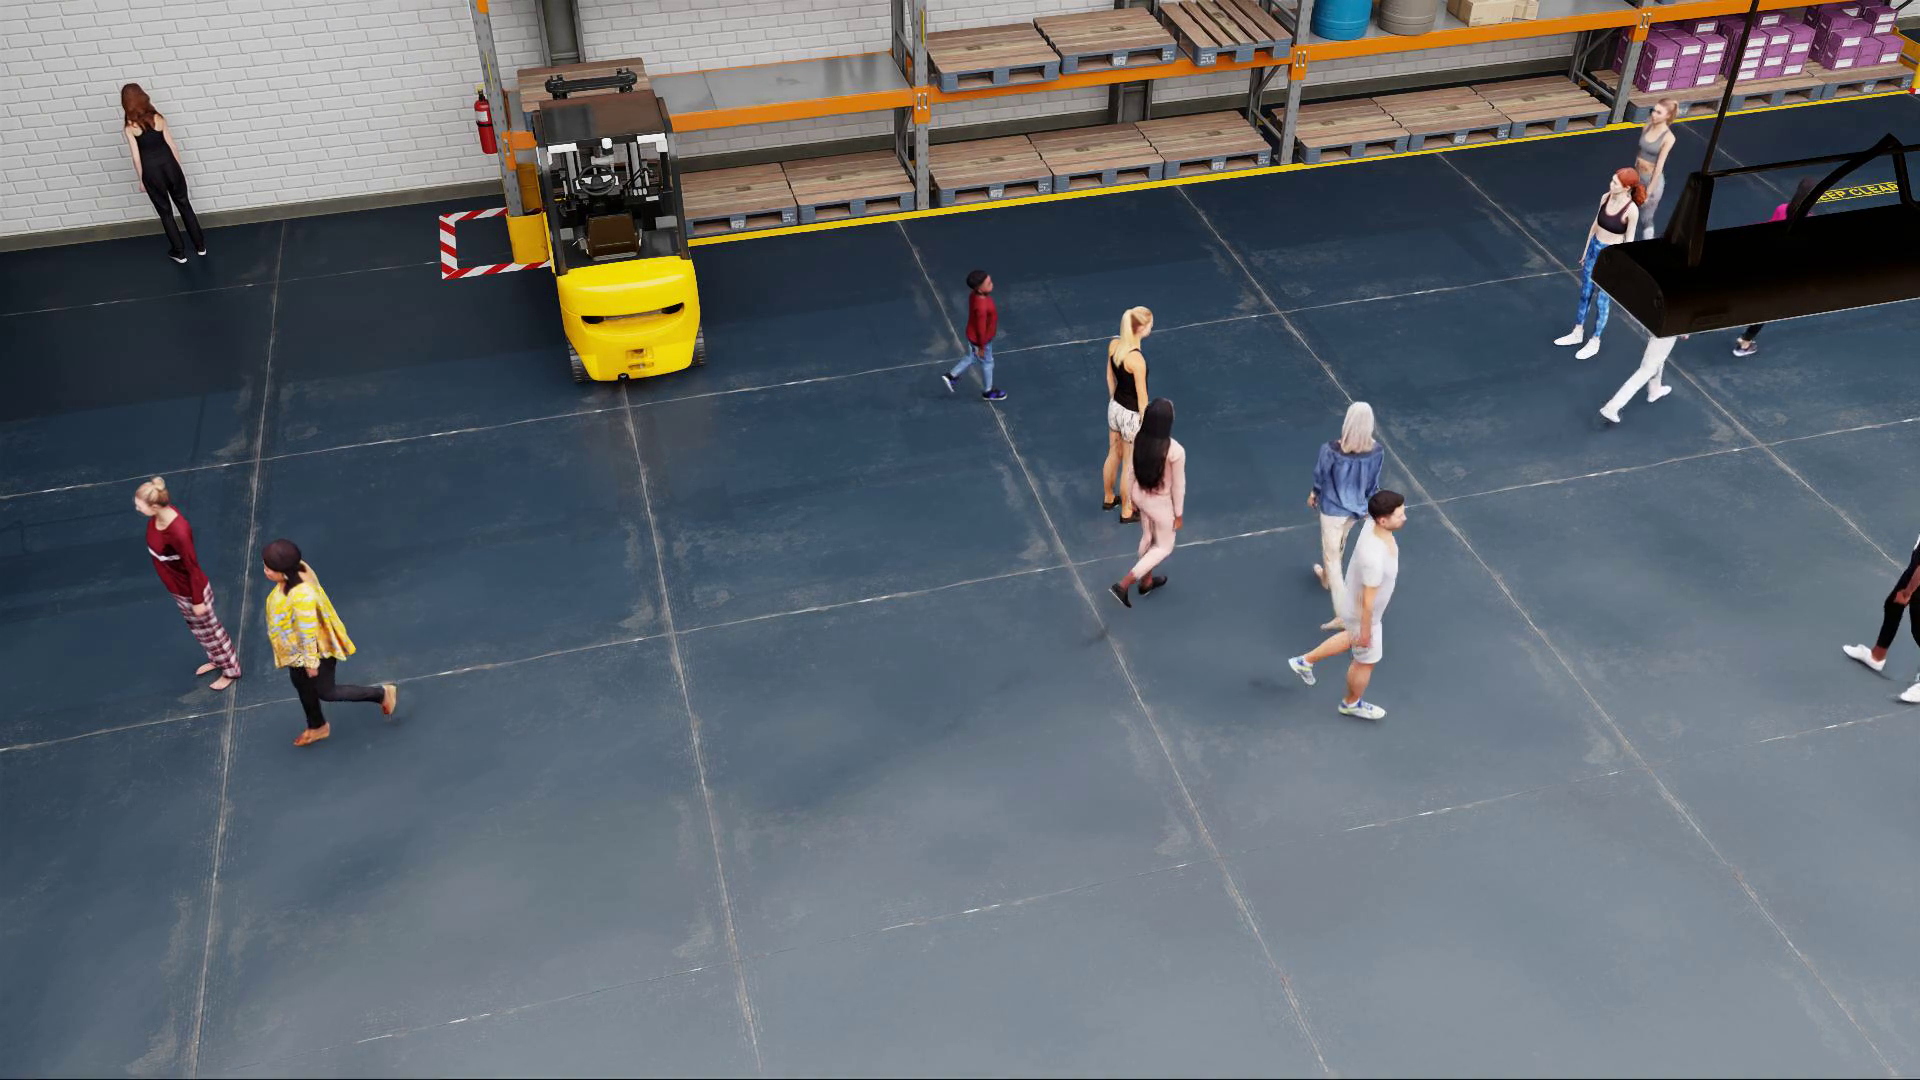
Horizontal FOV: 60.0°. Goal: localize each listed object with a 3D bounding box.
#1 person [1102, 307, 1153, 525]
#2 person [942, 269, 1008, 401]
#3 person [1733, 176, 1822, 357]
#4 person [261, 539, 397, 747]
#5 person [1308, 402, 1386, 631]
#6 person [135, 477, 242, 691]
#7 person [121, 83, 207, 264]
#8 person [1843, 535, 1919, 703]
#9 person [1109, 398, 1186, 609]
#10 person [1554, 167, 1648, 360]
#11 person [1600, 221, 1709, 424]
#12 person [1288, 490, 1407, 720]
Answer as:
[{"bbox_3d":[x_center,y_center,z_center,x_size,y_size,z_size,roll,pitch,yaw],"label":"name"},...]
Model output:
[{"bbox_3d":[1.253,-0.950,12.466,0.620,1.851,0.667,-20,43,-23],"label":"person"},{"bbox_3d":[0.111,-1.704,13.899,0.753,1.241,0.506,-8,39,-10],"label":"person"},{"bbox_3d":[6.987,-2.317,14.318,0.692,1.687,0.687,-20,43,-23],"label":"person"},{"bbox_3d":[-4.065,0.660,10.623,1.050,1.635,0.905,-24,44,-27],"label":"person"},{"bbox_3d":[2.694,-0.147,11.619,1.012,1.662,0.699,-12,40,-15],"label":"person"},{"bbox_3d":[-5.134,0.276,11.047,0.670,1.705,0.684,-31,48,-33],"label":"person"},{"bbox_3d":[-7.548,-3.466,15.703,0.594,1.742,0.718,-30,47,-32],"label":"person"},{"bbox_3d":[6.457,0.308,11.008,0.977,1.704,0.936,21,43,24],"label":"person"},{"bbox_3d":[1.306,-0.204,11.649,0.998,1.705,0.845,-27,46,-30],"label":"person"},{"bbox_3d":[5.548,-2.395,14.337,0.613,1.784,0.620,-18,42,-21],"label":"person"},{"bbox_3d":[5.641,-1.780,13.497,1.231,1.862,0.863,-19,42,-22],"label":"person"},{"bbox_3d":[2.536,0.410,10.773,1.045,1.839,0.922,9,40,11],"label":"person"}]
